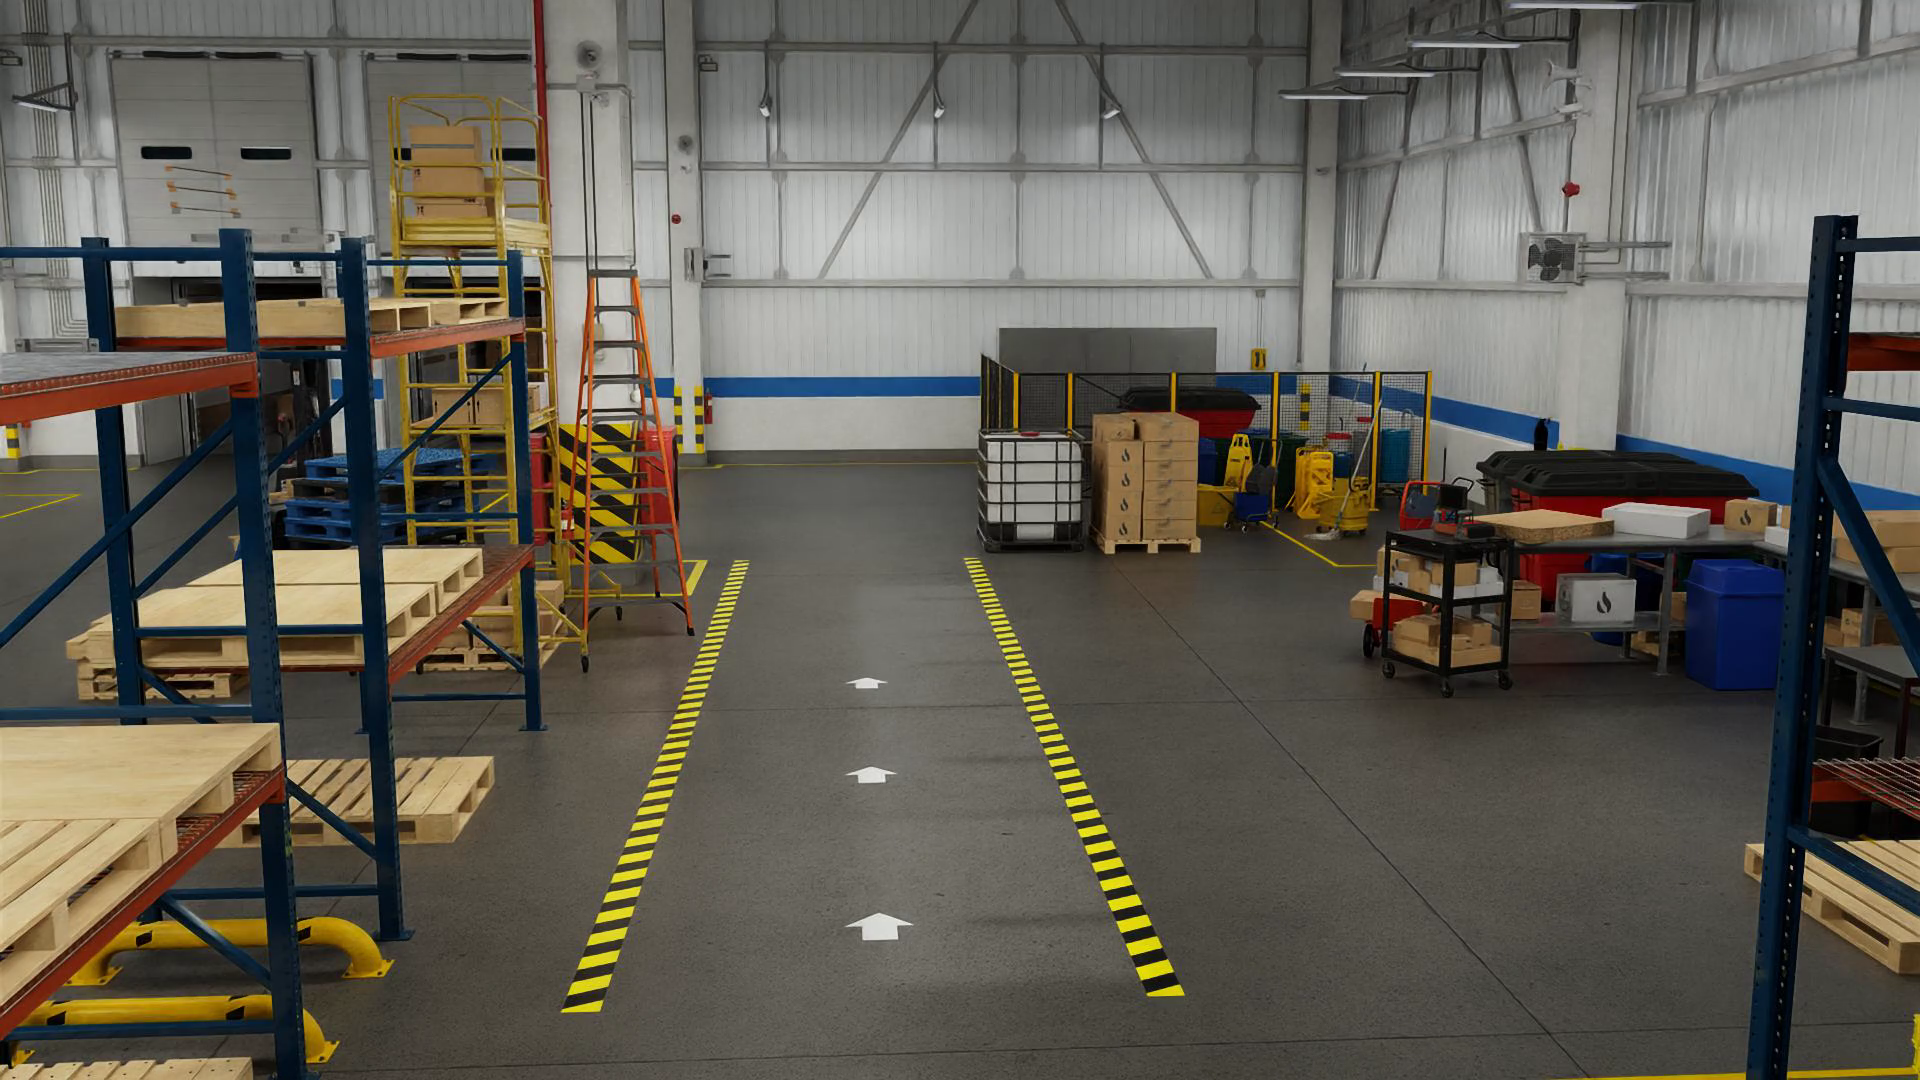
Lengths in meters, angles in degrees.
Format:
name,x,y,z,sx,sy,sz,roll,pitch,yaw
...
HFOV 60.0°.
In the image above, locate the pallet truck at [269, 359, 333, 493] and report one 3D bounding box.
name,x,y,z,sx,sy,sz,roll,pitch,yaw
pallet truck,-7.062,-1.131,18.996,1.885,1.965,0.823,2,9,13
